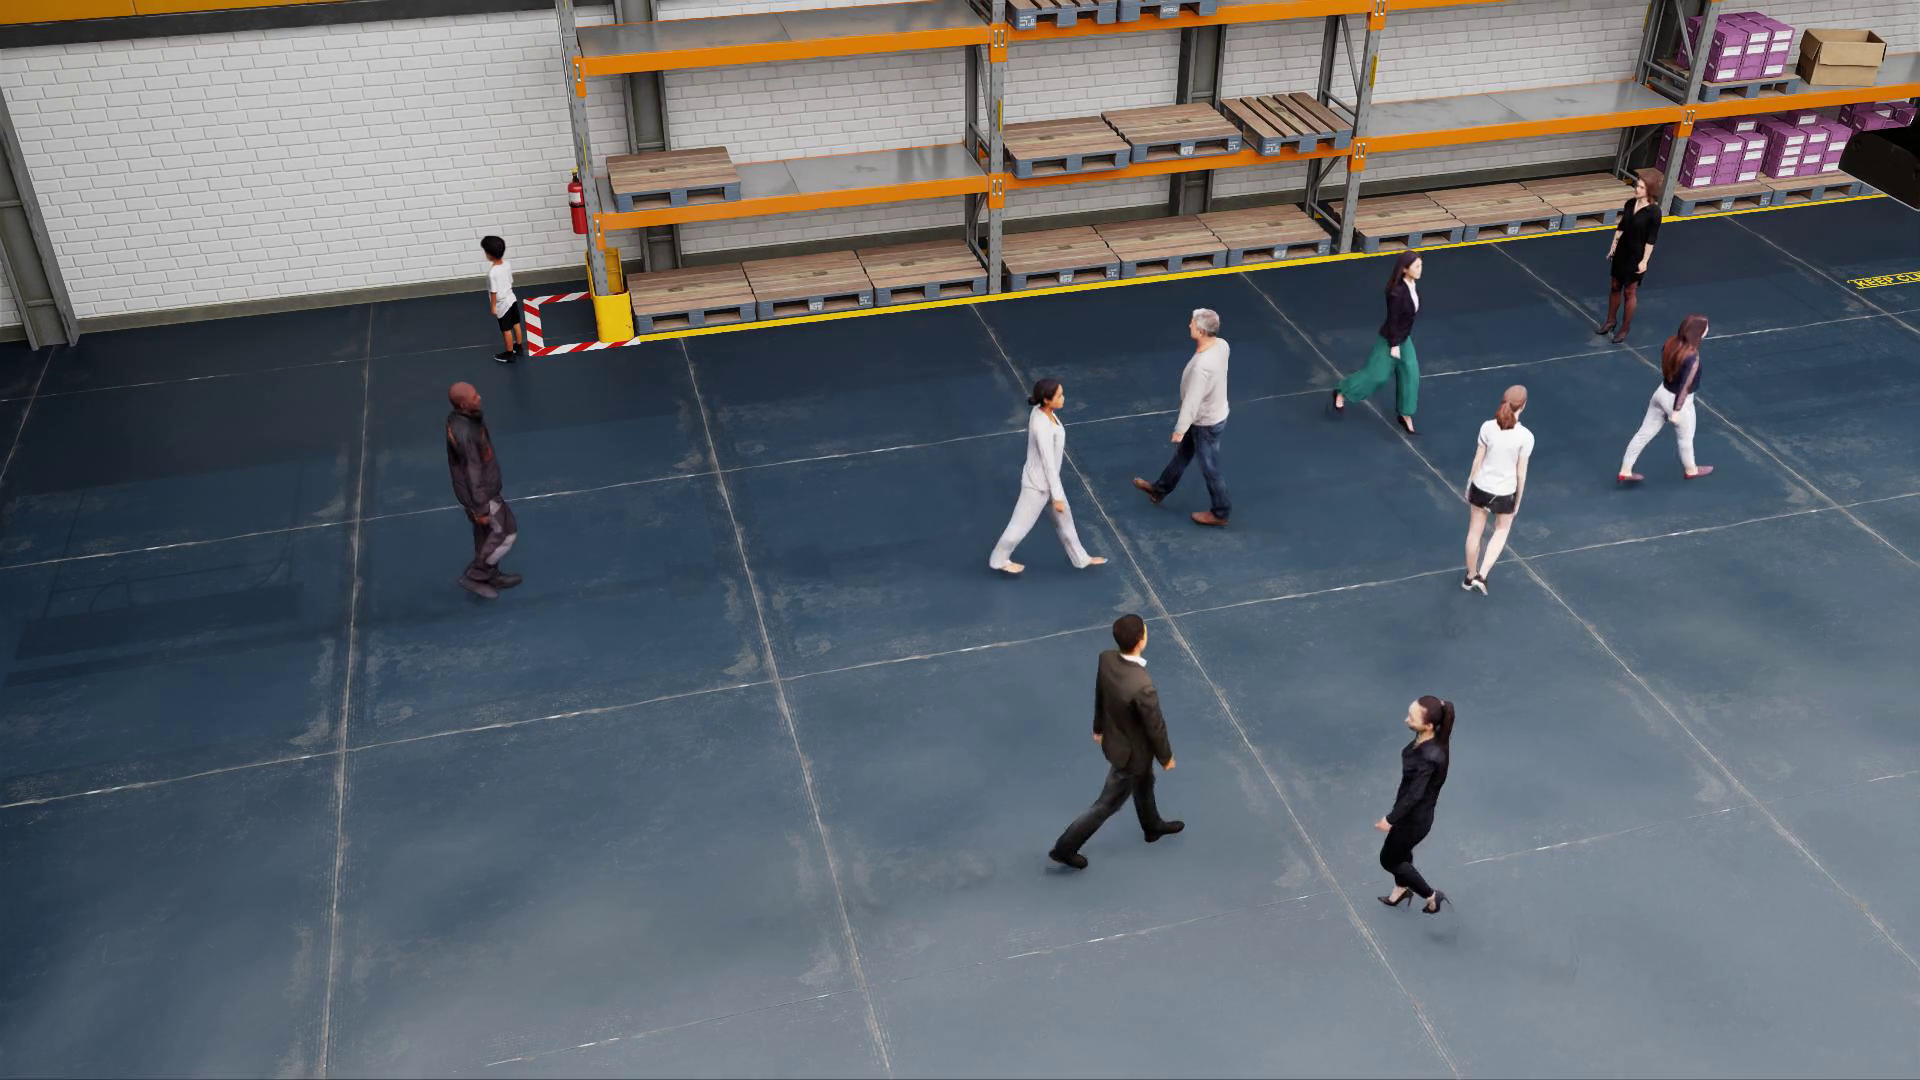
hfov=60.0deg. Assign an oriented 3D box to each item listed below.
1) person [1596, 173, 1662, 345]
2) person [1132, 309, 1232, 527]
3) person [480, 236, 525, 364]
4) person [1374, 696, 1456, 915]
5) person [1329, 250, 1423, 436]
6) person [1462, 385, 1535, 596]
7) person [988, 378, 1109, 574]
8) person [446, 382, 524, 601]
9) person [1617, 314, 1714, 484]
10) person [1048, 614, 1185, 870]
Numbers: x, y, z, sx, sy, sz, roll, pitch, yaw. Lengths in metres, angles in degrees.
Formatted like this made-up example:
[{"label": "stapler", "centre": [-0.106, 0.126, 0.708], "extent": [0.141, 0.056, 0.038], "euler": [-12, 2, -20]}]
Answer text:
[{"label": "person", "centre": [6.517, -2.749, 16.119], "extent": [0.545, 1.707, 0.621], "euler": [-14, 36, -20]}, {"label": "person", "centre": [2.031, -0.927, 13.224], "extent": [1.264, 1.878, 1.138], "euler": [11, 35, 17]}, {"label": "person", "centre": [-4.350, -2.307, 15.855], "extent": [0.624, 1.262, 0.575], "euler": [13, 36, 19]}, {"label": "person", "centre": [2.669, 1.600, 9.588], "extent": [0.880, 1.694, 0.779], "euler": [9, 35, 14]}, {"label": "person", "centre": [3.706, -1.725, 14.583], "extent": [1.079, 1.701, 1.108], "euler": [24, 40, 31]}, {"label": "person", "centre": [3.959, -0.315, 12.427], "extent": [0.827, 1.739, 0.883], "euler": [17, 37, 24]}, {"label": "person", "centre": [0.531, -0.434, 12.657], "extent": [1.246, 1.684, 0.905], "euler": [2, 34, 3]}, {"label": "person", "centre": [-3.696, -0.352, 12.419], "extent": [0.777, 1.811, 0.745], "euler": [-13, 36, -19]}, {"label": "person", "centre": [5.852, -1.121, 13.802], "extent": [1.071, 1.560, 0.666], "euler": [-5, 34, -8]}, {"label": "person", "centre": [0.923, 1.273, 10.017], "extent": [1.201, 1.763, 0.744], "euler": [-11, 35, -16]}]
